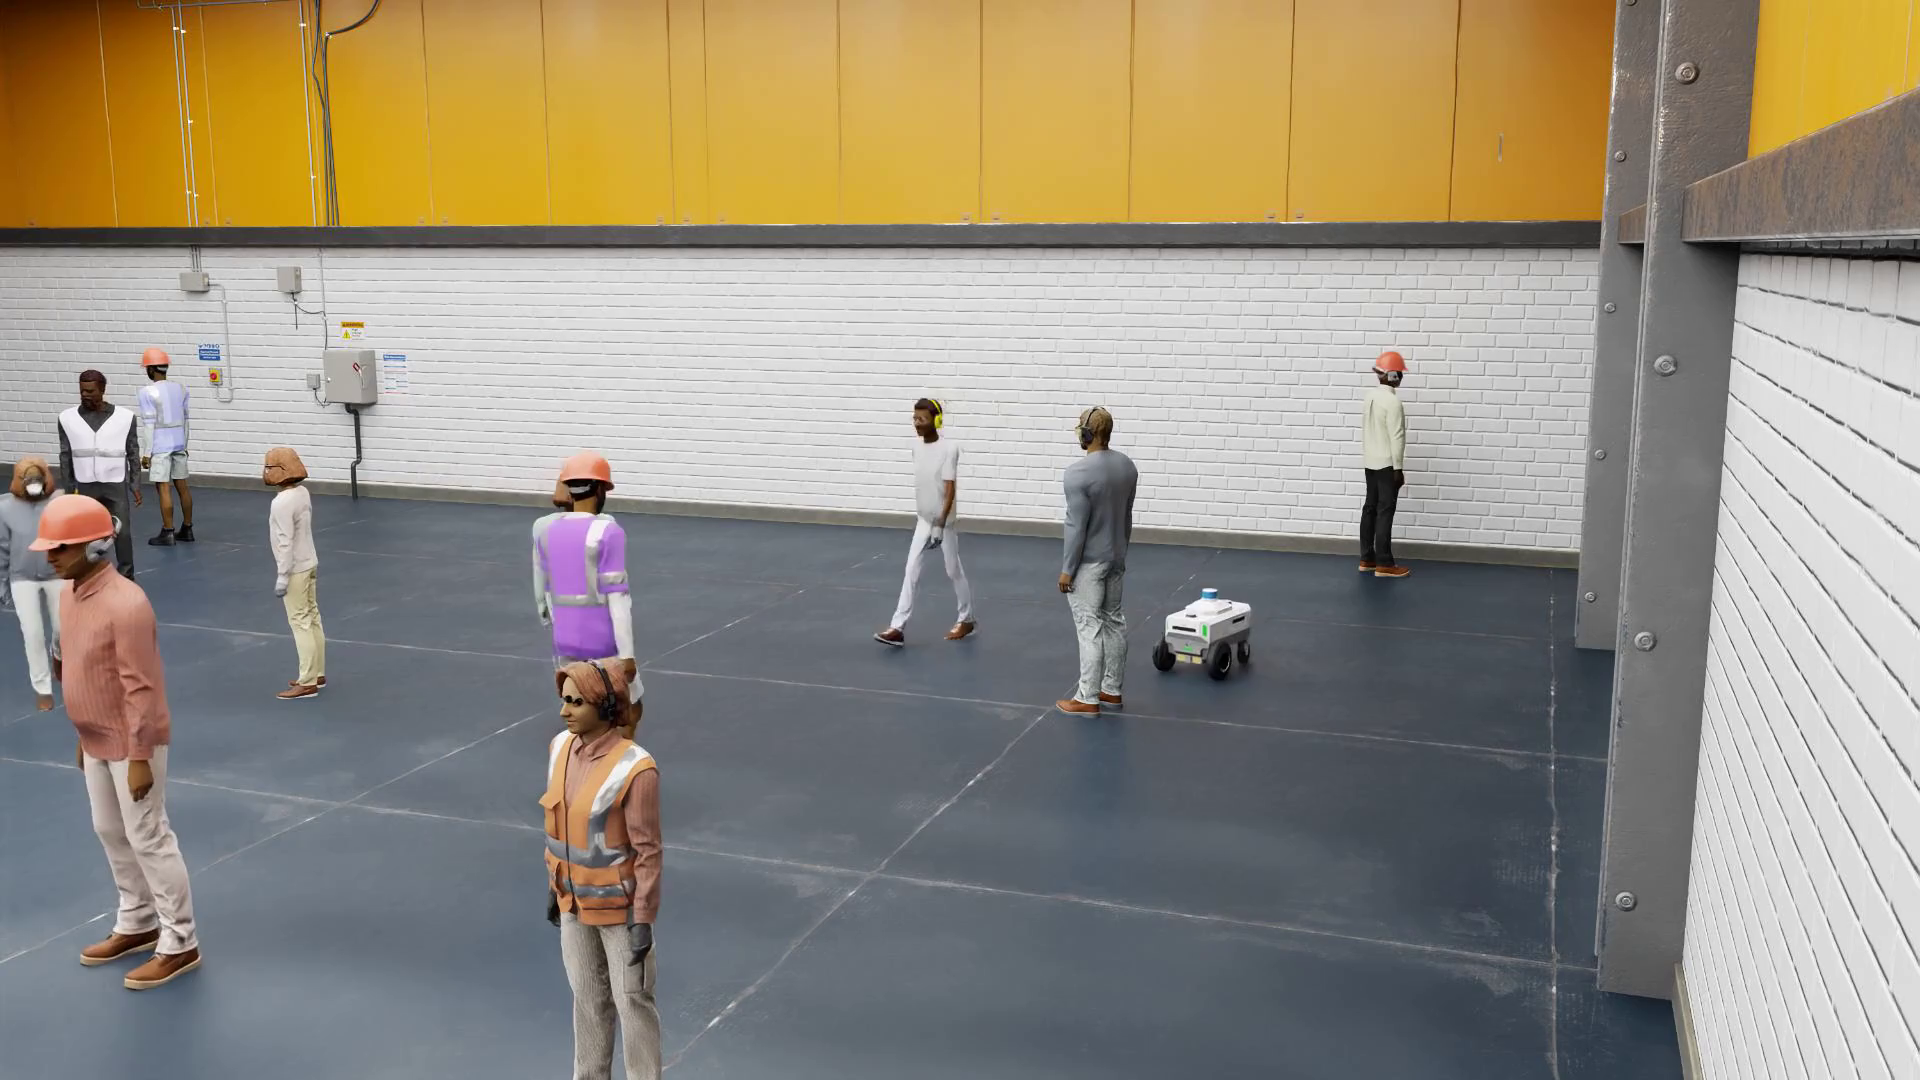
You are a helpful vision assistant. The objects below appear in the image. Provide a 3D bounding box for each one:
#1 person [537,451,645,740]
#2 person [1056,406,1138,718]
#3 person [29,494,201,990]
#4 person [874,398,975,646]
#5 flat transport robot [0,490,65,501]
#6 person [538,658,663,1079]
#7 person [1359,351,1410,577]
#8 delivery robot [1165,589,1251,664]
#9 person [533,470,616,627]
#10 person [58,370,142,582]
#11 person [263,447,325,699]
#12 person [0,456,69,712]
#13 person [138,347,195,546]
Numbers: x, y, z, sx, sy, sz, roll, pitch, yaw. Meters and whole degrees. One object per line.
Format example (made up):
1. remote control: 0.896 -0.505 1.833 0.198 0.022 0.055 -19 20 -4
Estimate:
1. person: -1.815 0.509 8.356 0.625 1.895 0.461 6 12 29
2. person: 0.839 0.136 10.341 0.372 1.940 0.630 9 13 40
3. person: -3.351 0.792 6.554 0.623 1.978 0.435 8 13 39
4. person: -0.211 -0.121 12.118 0.508 1.823 0.954 9 13 40
5. flat transport robot: -10.106 -0.373 17.905 0.652 0.197 1.431 2 10 11
6. person: -1.143 1.176 5.327 0.512 1.641 0.309 8 13 38
7. person: 3.769 -0.676 14.751 0.375 1.996 0.608 -2 10 -14
8. delivery robot: 1.718 0.579 11.476 0.477 0.478 0.707 7 12 36
9. person: -2.285 0.355 10.063 0.503 1.599 0.800 0 10 -1
10. person: -7.059 -0.448 13.696 0.590 1.916 0.389 -4 11 -19
11. person: -4.320 0.211 10.778 0.286 1.633 0.501 -1 10 -3
12. person: -5.872 0.251 10.621 0.505 1.617 0.581 -6 12 -31
13. person: -7.765 -0.910 16.232 0.355 1.938 0.544 4 11 21
